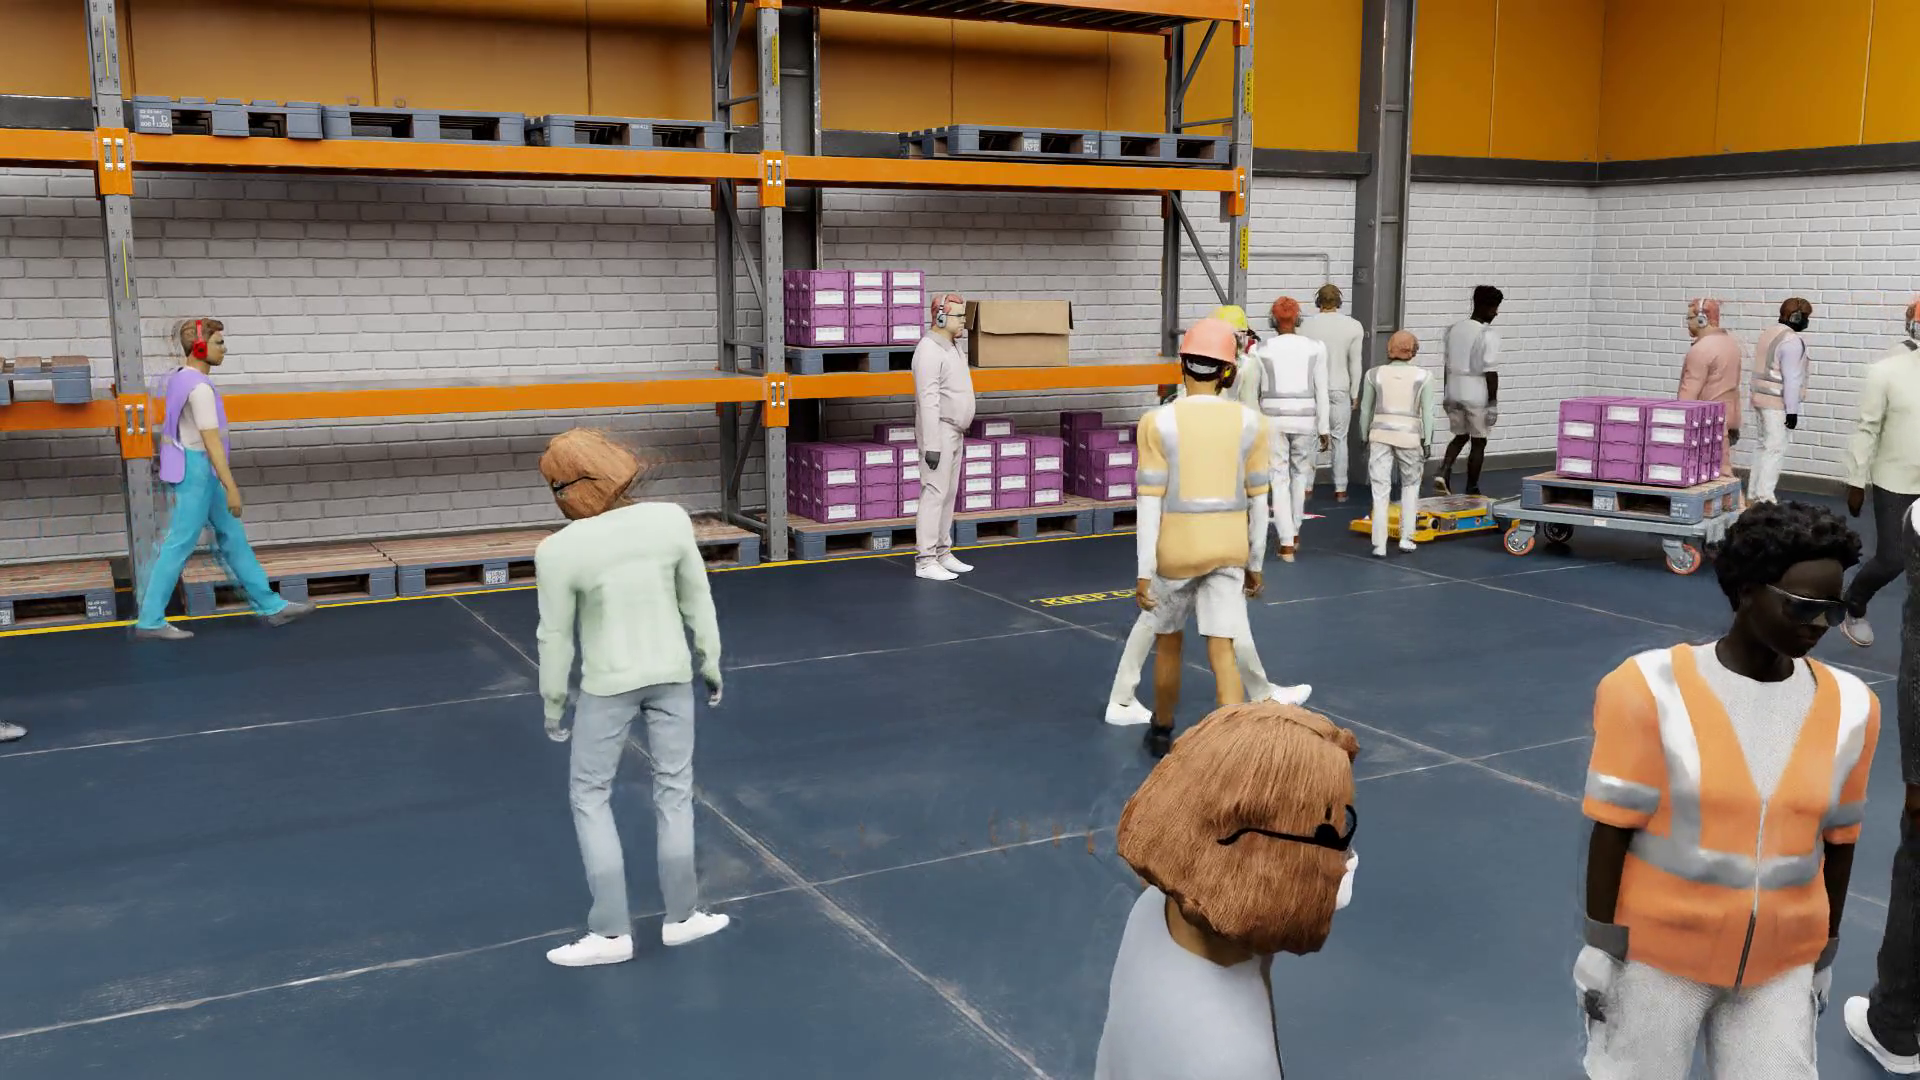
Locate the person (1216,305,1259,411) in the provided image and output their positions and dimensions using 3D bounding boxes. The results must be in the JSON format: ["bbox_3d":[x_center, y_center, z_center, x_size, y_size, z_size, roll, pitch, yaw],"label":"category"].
[{"bbox_3d":[1.847,-0.761,11.861,0.606,1.803,0.733,7,12,36],"label":"person"}]

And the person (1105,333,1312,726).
[{"bbox_3d":[1.100,-0.053,7.523,1.006,1.808,0.518,-3,10,-20],"label":"person"}]

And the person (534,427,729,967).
[{"bbox_3d":[-0.973,0.457,5.026,0.596,1.611,0.307,-5,10,-27],"label":"person"}]

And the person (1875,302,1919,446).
[{"bbox_3d":[7.076,-0.841,12.285,0.550,1.817,0.495,3,10,16],"label":"person"}]

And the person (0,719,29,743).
[{"bbox_3d":[-4.380,0.032,7.199,0.619,1.733,0.606,-4,10,-24],"label":"person"}]

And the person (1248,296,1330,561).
[{"bbox_3d":[2.321,-0.817,11.972,0.583,1.859,0.790,0,9,-1],"label":"person"}]

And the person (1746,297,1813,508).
[{"bbox_3d":[6.902,-1.126,14.022,0.432,1.825,0.642,1,9,8],"label":"person"}]

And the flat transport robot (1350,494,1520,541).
[{"bbox_3d":[3.794,-0.187,12.998,1.431,0.197,0.652,-6,11,-33],"label":"flat transport robot"}]

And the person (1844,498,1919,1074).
[{"bbox_3d":[2.505,0.481,4.031,0.587,1.877,0.894,2,9,11],"label":"person"}]

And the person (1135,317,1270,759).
[{"bbox_3d":[0.974,0.057,6.645,0.558,1.882,1.000,-1,9,-6],"label":"person"}]

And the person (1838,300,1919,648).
[{"bbox_3d":[4.859,-0.303,8.515,0.623,1.976,0.625,0,9,2],"label":"person"}]

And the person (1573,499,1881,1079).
[{"bbox_3d":[1.381,0.729,3.127,0.538,1.677,0.613,0,9,1],"label":"person"}]

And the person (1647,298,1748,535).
[{"bbox_3d":[5.573,-0.889,12.498,1.022,1.842,0.653,9,13,42],"label":"person"}]

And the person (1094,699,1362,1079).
[{"bbox_3d":[0.325,0.963,1.936,0.764,1.599,0.513,1,9,8],"label":"person"}]

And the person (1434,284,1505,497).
[{"bbox_3d":[4.382,-1.229,14.346,0.454,1.948,0.672,-6,11,-31],"label":"person"}]

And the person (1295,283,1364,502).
[{"bbox_3d":[3.239,-1.299,14.745,0.631,1.935,0.362,3,10,17],"label":"person"}]

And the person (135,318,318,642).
[{"bbox_3d":[-4.166,-0.335,9.272,0.989,1.787,0.585,-5,11,-29],"label":"person"}]

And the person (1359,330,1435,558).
[{"bbox_3d":[3.126,-0.690,11.942,0.537,1.611,0.627,3,10,17],"label":"person"}]

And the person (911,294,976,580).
[{"bbox_3d":[-0.096,-0.684,11.099,0.400,1.900,0.636,2,10,14],"label":"person"}]
